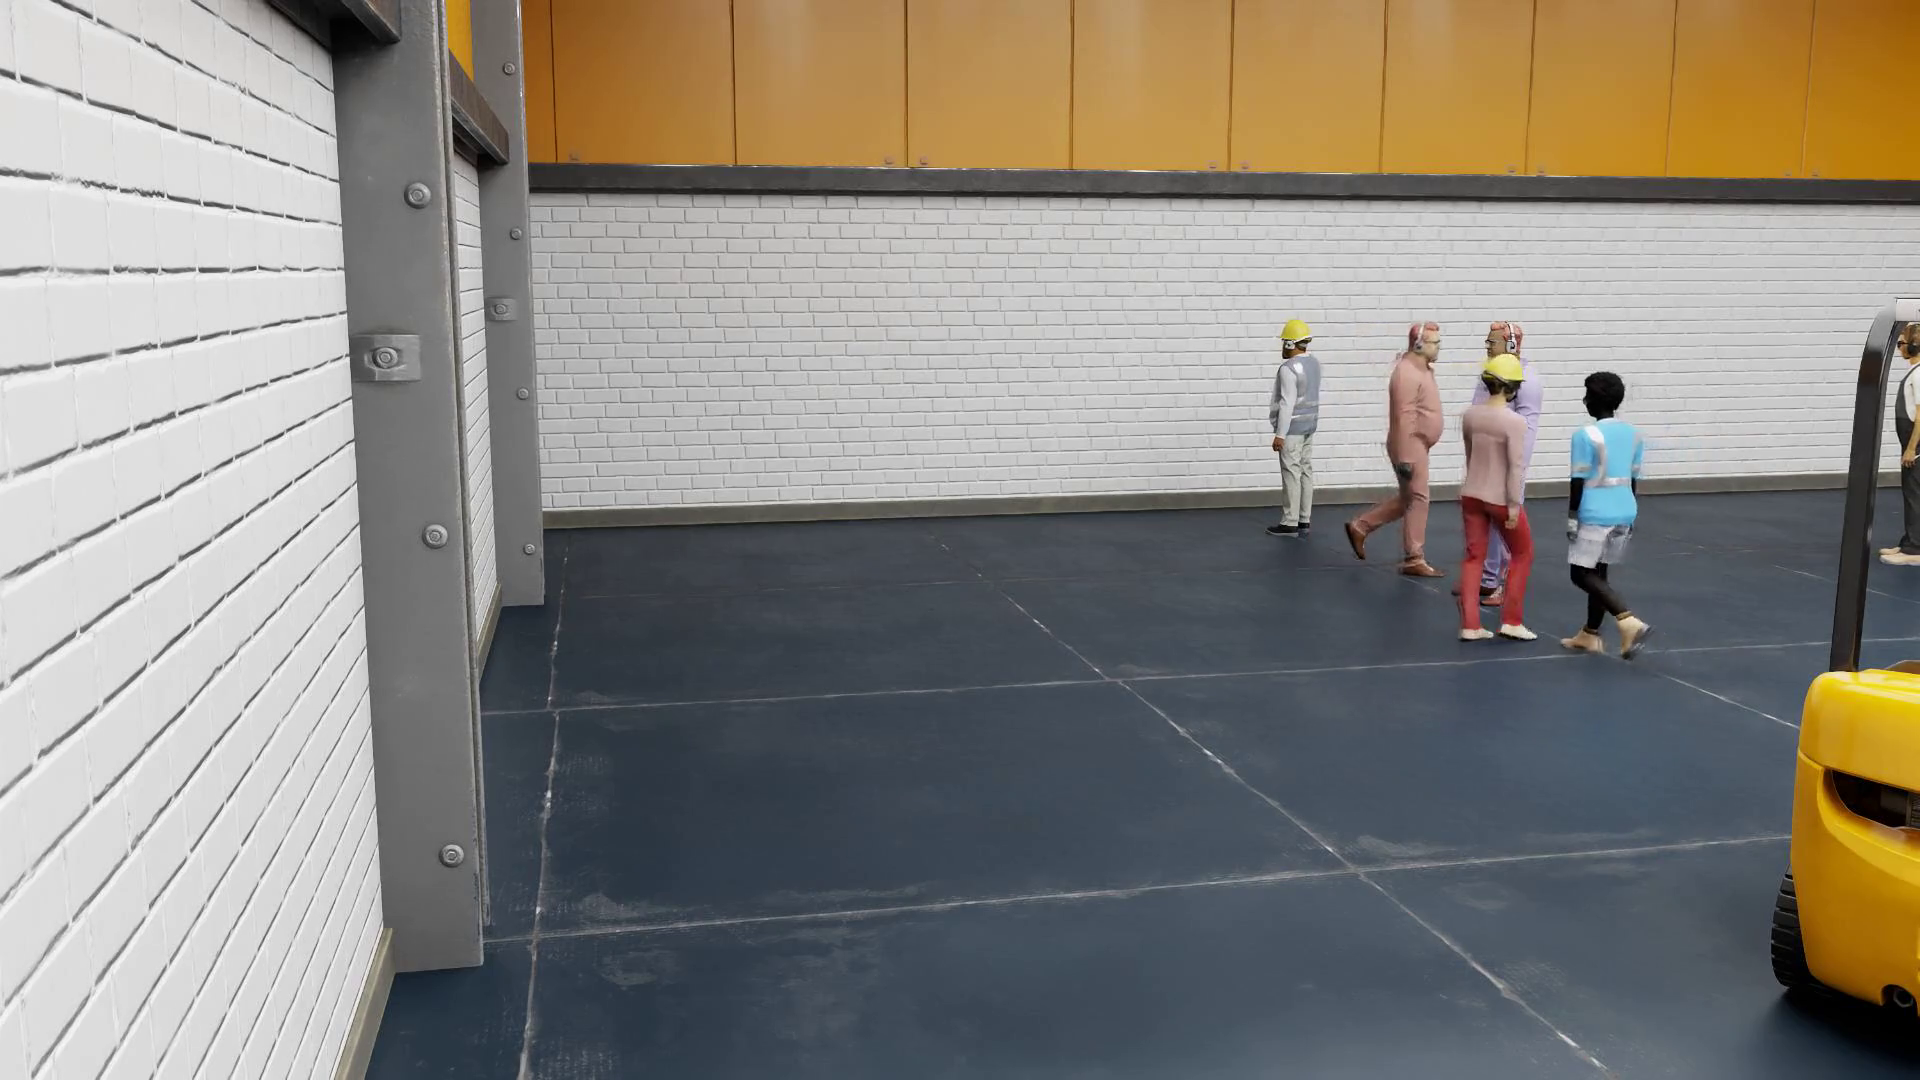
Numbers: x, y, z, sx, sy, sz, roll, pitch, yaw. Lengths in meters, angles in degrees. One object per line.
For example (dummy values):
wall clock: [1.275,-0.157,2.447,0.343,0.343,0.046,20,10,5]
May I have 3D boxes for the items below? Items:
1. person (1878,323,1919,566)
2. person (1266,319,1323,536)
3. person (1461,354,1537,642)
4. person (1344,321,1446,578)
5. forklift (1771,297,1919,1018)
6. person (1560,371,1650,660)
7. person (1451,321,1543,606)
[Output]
person: [7.268,-0.724,12.694,0.342,1.842,0.506,6,11,31]
person: [2.818,-0.946,14.075,0.403,1.834,0.588,7,12,37]
person: [3.269,-0.247,10.062,0.503,1.755,0.538,-5,11,-30]
person: [3.241,-0.671,12.271,0.690,1.888,0.654,4,10,23]
forklift: [3.542,0.334,5.177,2.313,2.155,1.214,-9,13,-43]
person: [3.743,-0.126,9.542,0.539,1.677,0.611,-5,11,-30]
person: [3.621,-0.514,11.221,0.410,1.909,0.643,-2,10,-12]
